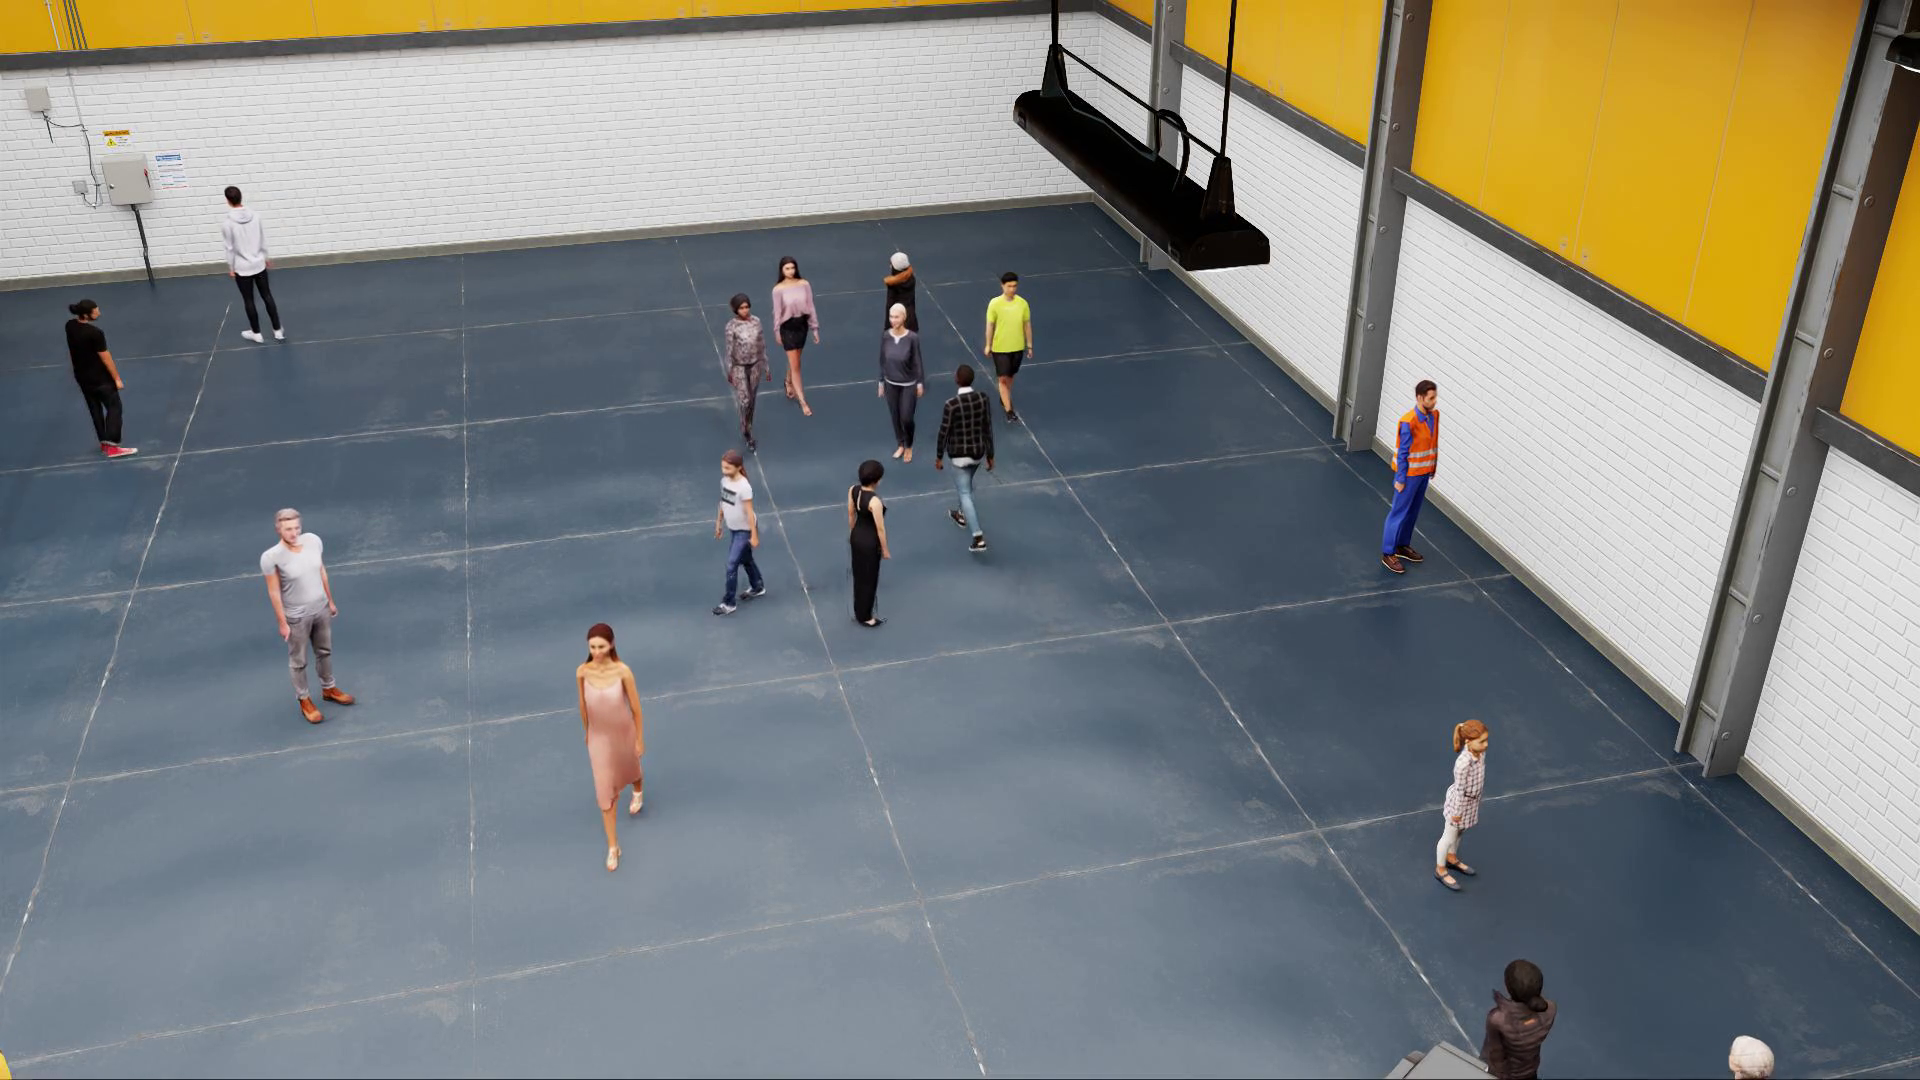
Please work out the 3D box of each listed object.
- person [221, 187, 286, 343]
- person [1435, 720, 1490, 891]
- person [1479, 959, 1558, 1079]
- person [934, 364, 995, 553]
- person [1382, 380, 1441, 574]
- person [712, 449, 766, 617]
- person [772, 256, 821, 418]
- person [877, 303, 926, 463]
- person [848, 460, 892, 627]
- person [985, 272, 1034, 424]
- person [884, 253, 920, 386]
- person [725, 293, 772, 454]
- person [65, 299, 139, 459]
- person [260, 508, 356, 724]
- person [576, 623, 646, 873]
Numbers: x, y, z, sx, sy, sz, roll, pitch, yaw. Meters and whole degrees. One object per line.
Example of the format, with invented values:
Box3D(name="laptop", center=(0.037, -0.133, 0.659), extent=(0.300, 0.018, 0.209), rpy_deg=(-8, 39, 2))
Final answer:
Box3D(name="person", center=(-8.618, -3.352, 20.237), extent=(0.872, 1.925, 0.833), rpy_deg=(22, 35, 34))
Box3D(name="person", center=(3.460, 1.785, 11.460), extent=(0.660, 1.312, 0.620), rpy_deg=(23, 36, 36))
Box3D(name="person", center=(3.023, 2.911, 9.044), extent=(0.548, 1.650, 0.589), rpy_deg=(-5, 29, -8))
Box3D(name="person", center=(0.095, -0.734, 15.587), extent=(0.859, 1.784, 1.271), rpy_deg=(-13, 31, -23))
Box3D(name="person", center=(4.168, -0.616, 15.288), extent=(0.789, 1.862, 0.774), rpy_deg=(-23, 36, -36))
Box3D(name="person", center=(-1.883, -0.125, 14.729), extent=(0.852, 1.535, 0.887), rpy_deg=(-22, 36, -34))
Box3D(name="person", center=(-1.866, -2.294, 18.474), extent=(0.789, 1.756, 1.151), rpy_deg=(-14, 32, -24))
Box3D(name="person", center=(-0.589, -1.683, 17.398), extent=(0.759, 1.715, 0.791), rpy_deg=(10, 30, 18))
Box3D(name="person", center=(-0.843, 0.020, 14.395), extent=(0.627, 1.601, 0.754), rpy_deg=(25, 37, 37))
Box3D(name="person", center=(0.505, -2.167, 18.332), extent=(0.670, 1.670, 1.040), rpy_deg=(-8, 30, -15))
Box3D(name="person", center=(-0.654, -2.488, 18.960), extent=(0.762, 1.632, 0.726), rpy_deg=(21, 35, 34))
Box3D(name="person", center=(-2.294, -1.827, 17.678), extent=(0.680, 1.700, 0.807), rpy_deg=(-16, 33, -27))
Box3D(name="person", center=(-9.096, -1.711, 17.436), extent=(0.820, 1.726, 0.827), rpy_deg=(1, 29, 2))
Box3D(name="person", center=(-5.202, 0.554, 13.178), extent=(0.811, 1.828, 0.763), rpy_deg=(17, 33, 28))
Box3D(name="person", center=(-2.416, 1.354, 11.751), extent=(0.799, 1.790, 1.164), rpy_deg=(0, 29, 1))
